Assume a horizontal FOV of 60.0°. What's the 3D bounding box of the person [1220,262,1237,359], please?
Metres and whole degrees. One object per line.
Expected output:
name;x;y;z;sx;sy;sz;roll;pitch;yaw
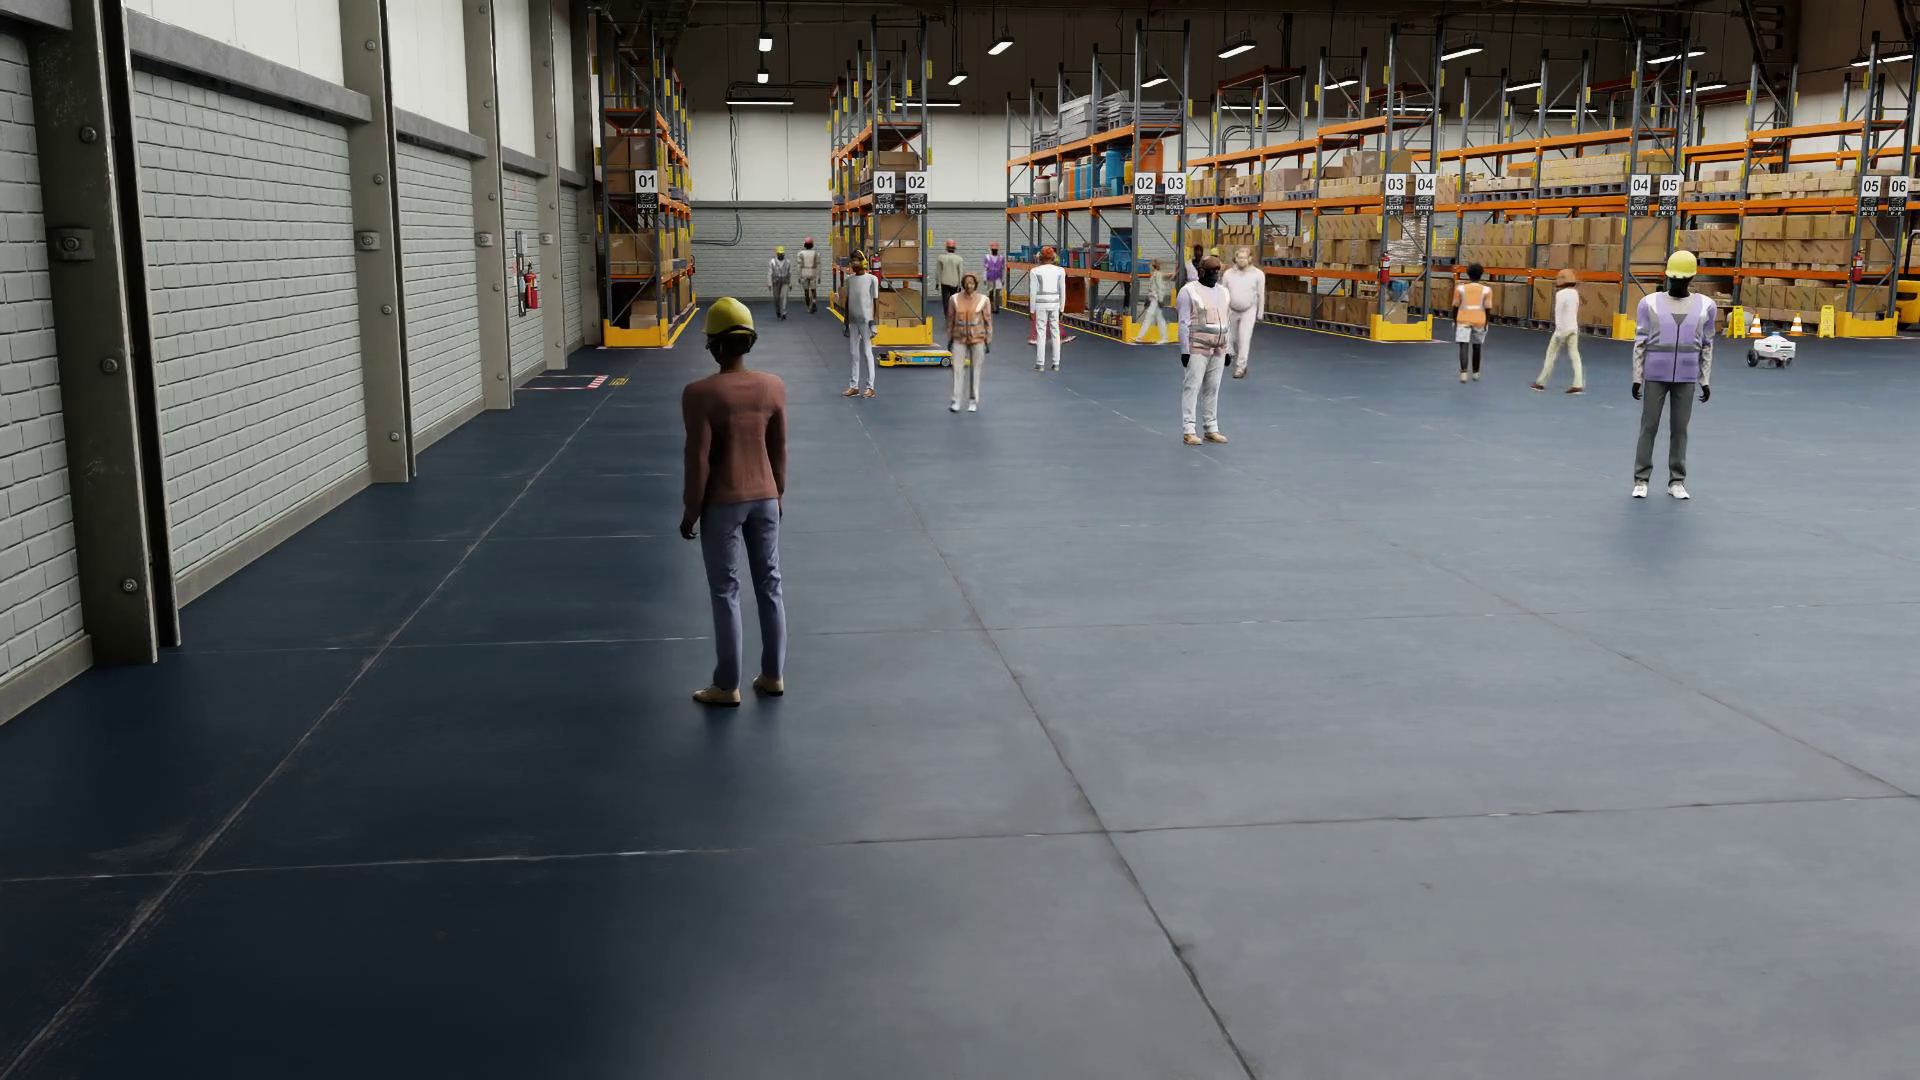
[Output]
person;4.371;-3.778;27.461;0.617;1.618;0.499;-4;11;-21

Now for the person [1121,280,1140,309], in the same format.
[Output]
person;4.070;-6.063;39.510;0.529;1.787;0.980;-2;10;-9

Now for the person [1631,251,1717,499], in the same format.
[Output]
person;5.517;-1.268;12.885;0.584;1.918;0.381;2;11;13

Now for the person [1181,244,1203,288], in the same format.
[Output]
person;4.566;-4.731;31.995;0.609;1.891;0.833;3;11;14

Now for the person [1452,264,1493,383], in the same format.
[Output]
person;7.160;-3.030;23.291;0.533;1.649;0.863;3;11;15

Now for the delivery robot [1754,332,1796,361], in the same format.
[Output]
delivery robot;12.619;-2.982;25.760;0.477;0.478;0.707;0;10;-2

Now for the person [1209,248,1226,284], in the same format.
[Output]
person;5.441;-5.391;35.884;0.591;1.787;0.927;-1;10;-4

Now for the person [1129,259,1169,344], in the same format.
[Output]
person;3.590;-4.495;31.435;0.832;1.601;0.523;-1;10;-3

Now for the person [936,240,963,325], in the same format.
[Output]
person;-0.228;-5.904;38.187;0.607;1.967;0.918;-1;10;-5

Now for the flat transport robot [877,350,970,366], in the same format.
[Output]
flat transport robot;-0.576;-2.871;26.185;1.431;0.197;0.652;-1;10;-7

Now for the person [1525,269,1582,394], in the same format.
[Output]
person;7.790;-2.706;21.615;0.518;1.593;0.829;-8;13;-37

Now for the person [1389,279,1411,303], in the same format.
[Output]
person;9.925;-5.630;37.546;0.538;1.659;0.894;1;10;3

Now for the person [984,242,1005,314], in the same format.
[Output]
person;0.905;-6.974;44.246;0.559;1.895;0.977;0;10;-2

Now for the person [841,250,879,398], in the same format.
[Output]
person;-1.266;-2.732;21.061;0.521;1.865;0.327;6;12;30

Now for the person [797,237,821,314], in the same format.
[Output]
person;-3.994;-6.987;43.963;0.603;2.021;0.526;-2;10;-9

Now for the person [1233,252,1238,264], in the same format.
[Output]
person;6.340;-5.735;37.975;0.502;1.695;0.895;-2;11;-11

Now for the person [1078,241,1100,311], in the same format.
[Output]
person;3.449;-7.070;44.694;0.635;1.915;0.617;-2;11;-13

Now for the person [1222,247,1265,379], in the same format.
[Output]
person;4.097;-3.299;24.123;0.650;1.882;0.820;5;12;27

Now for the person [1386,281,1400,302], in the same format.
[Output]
person;11.155;-6.628;42.472;0.511;1.851;0.448;-1;10;-7

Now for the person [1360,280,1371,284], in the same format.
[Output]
person;12.284;-8.065;50.090;0.629;1.940;0.372;-1;10;-7

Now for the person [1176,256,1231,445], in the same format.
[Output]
person;2.417;-1.858;16.332;0.627;1.843;0.429;-6;12;-32

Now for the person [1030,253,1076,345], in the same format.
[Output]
person;1.721;-4.511;31.204;0.942;1.704;0.534;-4;11;-23

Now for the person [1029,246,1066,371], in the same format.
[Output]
person;1.319;-3.500;25.216;0.576;1.882;0.355;-3;11;-17

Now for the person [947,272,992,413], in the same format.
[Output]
person;0.096;-2.261;19.121;0.544;1.612;0.675;2;10;9

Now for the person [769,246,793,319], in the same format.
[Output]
person;-4.448;-6.393;41.262;0.597;1.809;0.780;-1;10;-7

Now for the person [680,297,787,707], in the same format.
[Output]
person;-0.979;-0.159;7.218;0.523;1.769;0.314;-9;14;-41
